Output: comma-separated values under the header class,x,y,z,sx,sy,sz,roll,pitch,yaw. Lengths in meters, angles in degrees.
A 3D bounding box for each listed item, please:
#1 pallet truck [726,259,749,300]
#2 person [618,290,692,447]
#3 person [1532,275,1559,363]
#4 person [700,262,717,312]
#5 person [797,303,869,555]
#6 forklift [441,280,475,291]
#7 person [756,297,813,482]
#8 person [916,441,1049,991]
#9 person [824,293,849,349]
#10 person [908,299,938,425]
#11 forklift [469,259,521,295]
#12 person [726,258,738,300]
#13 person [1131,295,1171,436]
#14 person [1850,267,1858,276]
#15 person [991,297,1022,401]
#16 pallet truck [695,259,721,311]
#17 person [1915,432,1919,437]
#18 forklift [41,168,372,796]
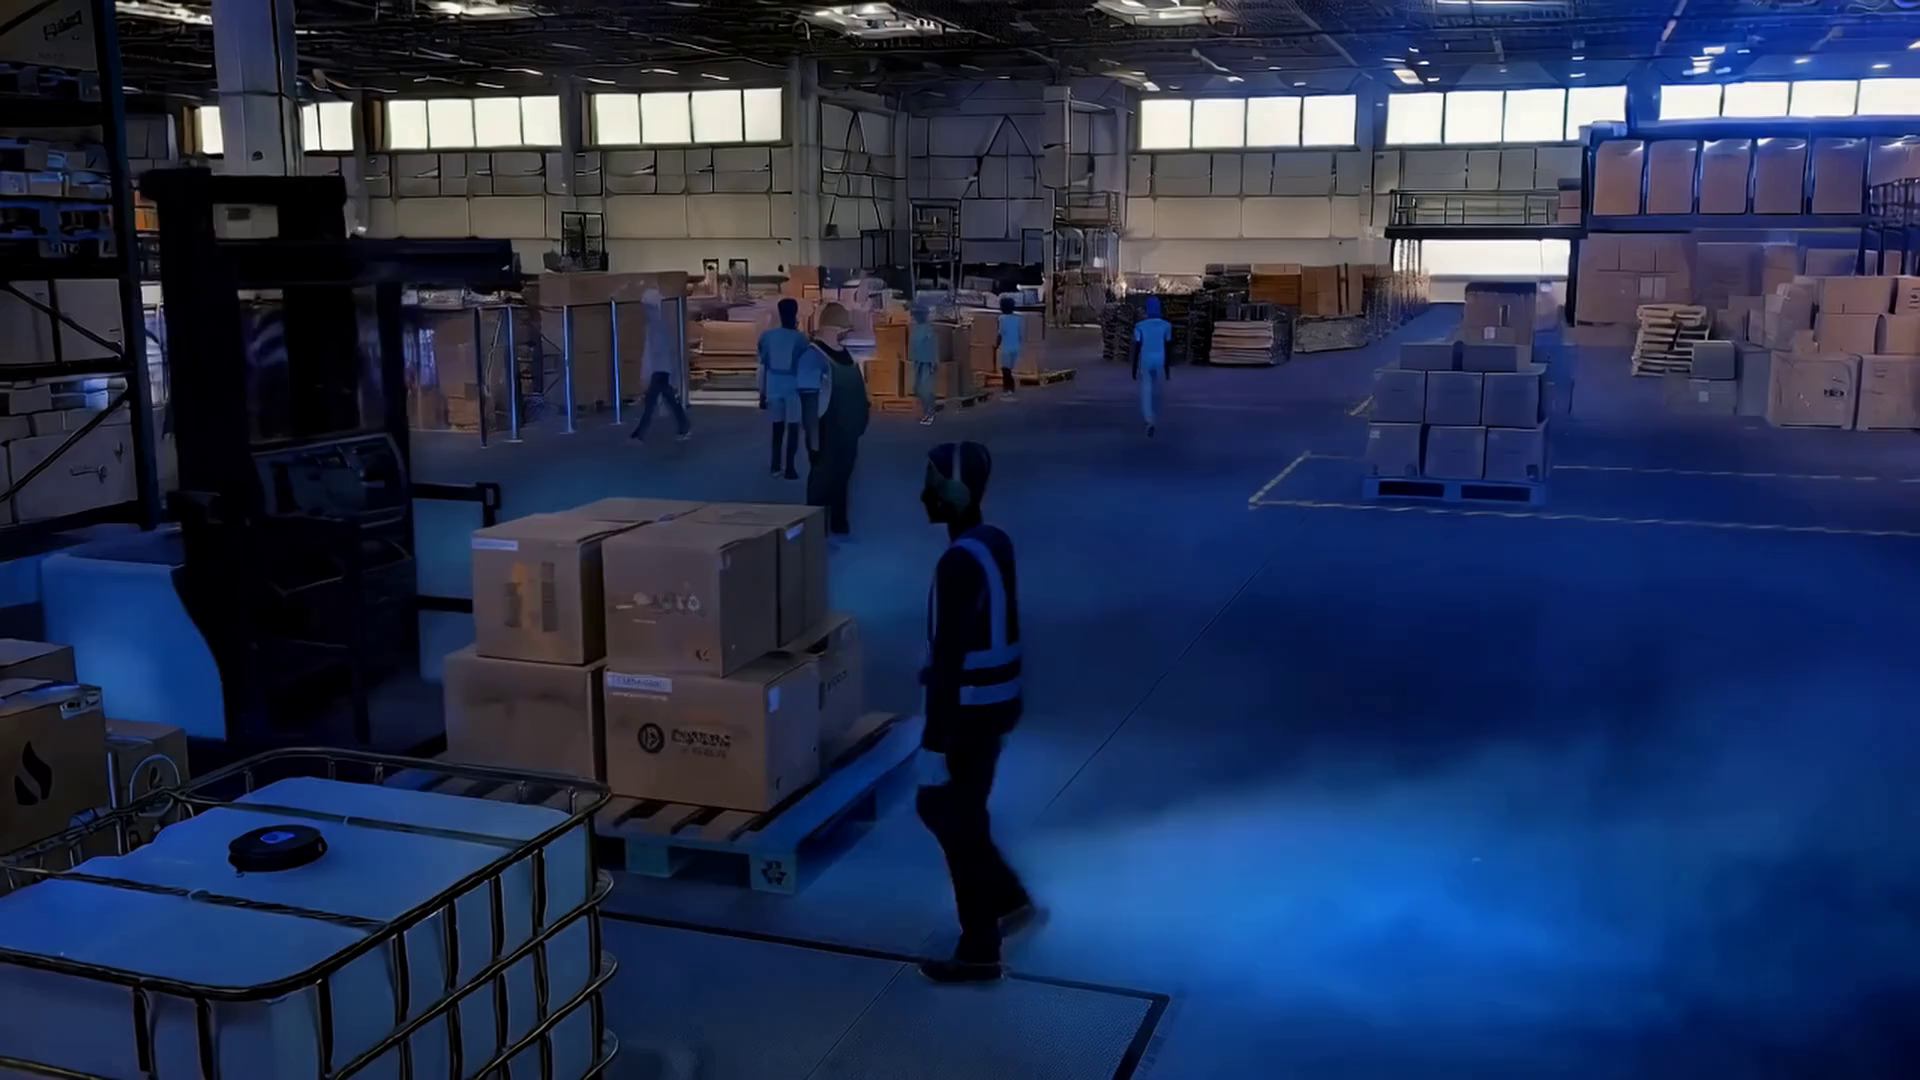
class,x,y,z,sx,sy,sz,roll,pitch,yaw
pallet truck,-7.986,-9.493,62.019,0.823,1.965,1.885,3,11,17
person,-3.801,-2.131,20.739,1.036,1.935,0.655,-6,12,-30
person,11.238,-4.141,32.120,0.564,1.906,0.798,1,10,5
person,-9.214,-9.300,61.251,0.791,1.885,0.650,5,11,28
person,-0.999,-0.917,13.598,0.536,2.000,0.682,6,11,29
forklift,-20.133,-10.254,65.465,1.157,1.987,2.680,3,11,19
person,-1.835,-1.579,17.568,0.642,1.952,0.418,2,10,14
person,0.004,0.599,5.564,0.404,1.871,0.584,1,10,8
person,-2.192,-3.304,27.978,0.947,1.717,0.522,5,11,27
person,-0.498,-2.466,23.152,0.373,1.756,0.529,-8,13,-39
forklift,-17.990,-10.121,64.684,1.157,1.987,2.680,3,11,17
person,-8.134,-9.042,59.387,0.424,2.028,0.642,-5,11,-28
person,2.522,-2.284,21.863,0.523,1.848,0.817,0,10,0
person,25.278,-6.803,47.189,0.339,1.882,0.581,-4,11,-23
person,0.708,-3.071,26.766,0.605,1.663,0.575,8,13,37
pallet truck,-9.165,-9.627,62.776,0.823,1.965,1.885,4,11,23
person,12.609,-2.206,21.419,0.564,1.846,0.565,4,11,22
forklift,-3.207,-0.290,7.708,1.873,2.768,1.129,3,11,19
